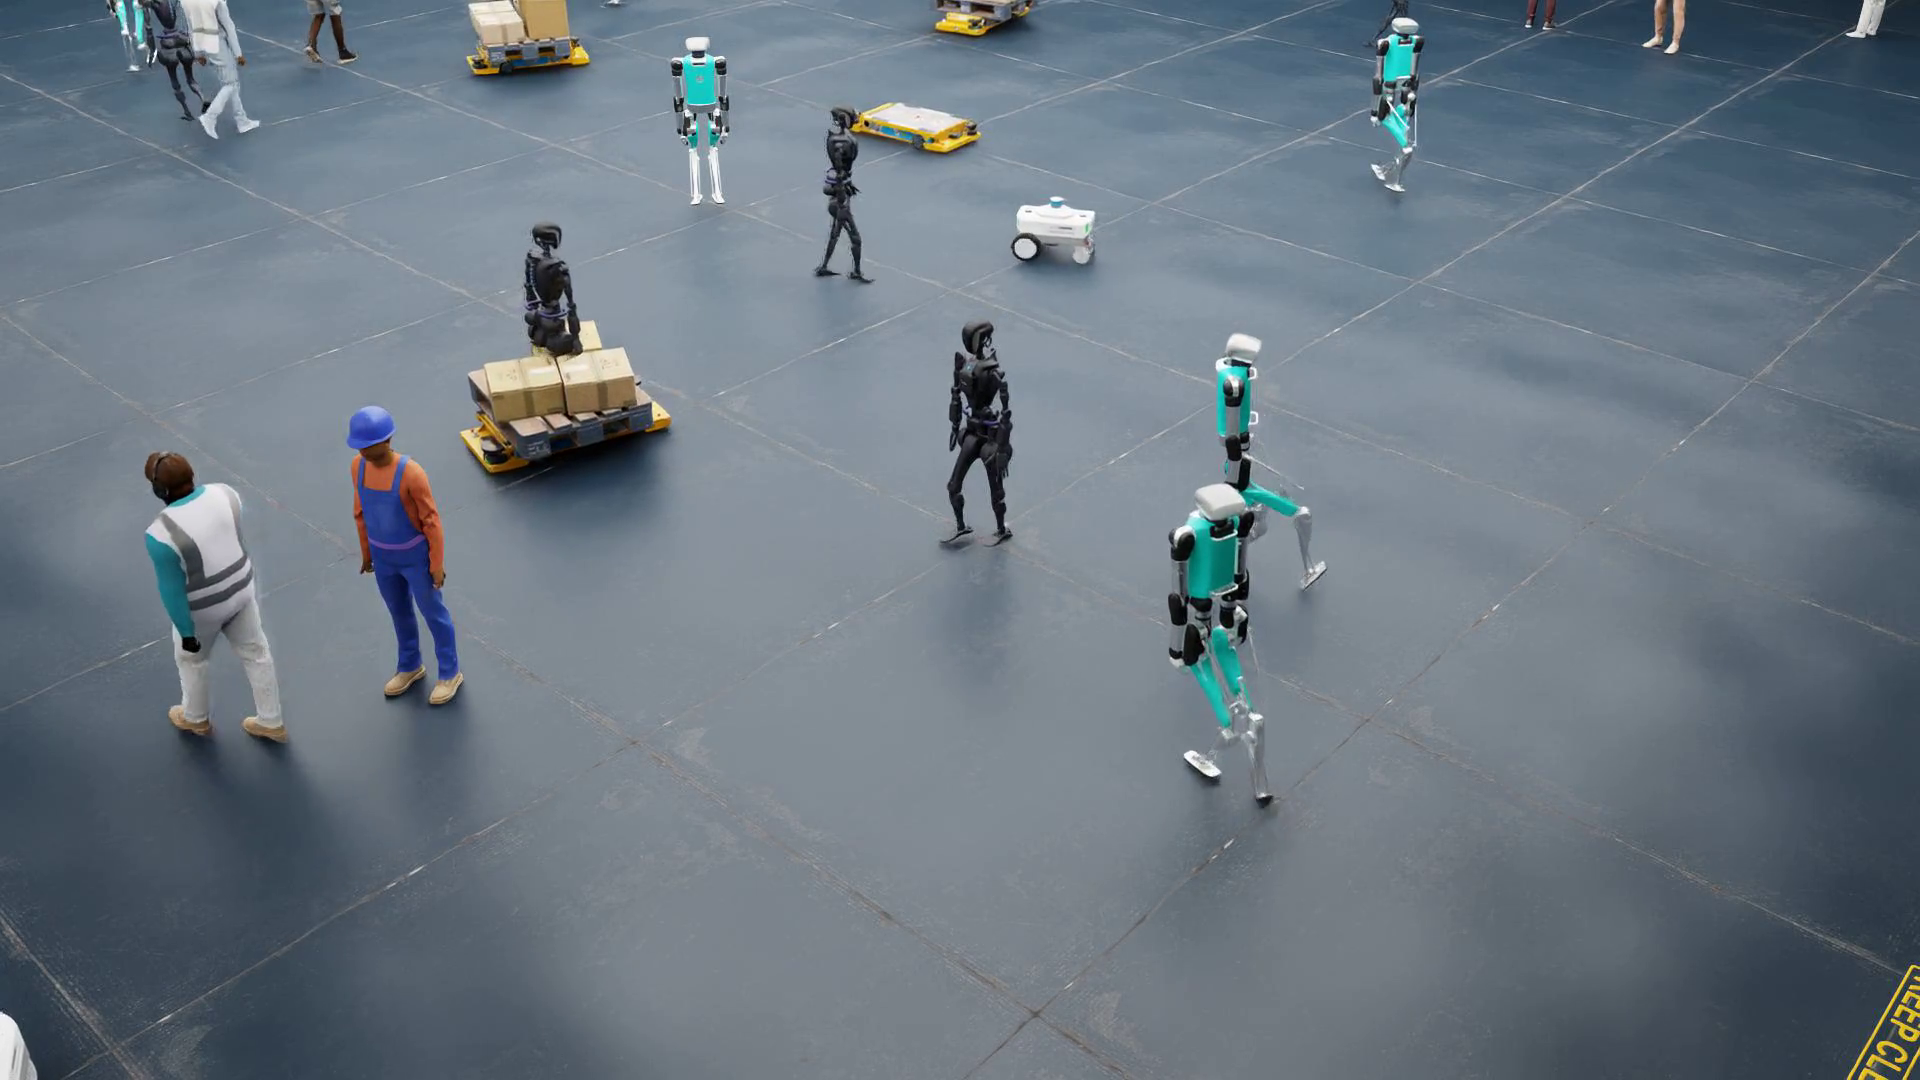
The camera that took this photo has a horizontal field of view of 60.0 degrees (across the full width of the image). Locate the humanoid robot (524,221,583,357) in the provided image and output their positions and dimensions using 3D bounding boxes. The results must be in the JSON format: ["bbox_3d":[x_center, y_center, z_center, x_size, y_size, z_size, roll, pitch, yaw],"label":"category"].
[{"bbox_3d":[-3.014,-1.605,12.409,0.612,1.651,0.423,25,40,34],"label":"humanoid robot"}]

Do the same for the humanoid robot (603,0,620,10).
[{"bbox_3d":[-4.871,-8.206,23.085,0.668,1.890,0.535,25,39,34],"label":"humanoid robot"}]

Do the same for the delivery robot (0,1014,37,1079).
[{"bbox_3d":[-4.166,2.407,7.022,0.499,0.610,0.814,-11,33,-17],"label":"delivery robot"}]

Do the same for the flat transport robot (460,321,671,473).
[{"bbox_3d":[-2.981,-0.885,12.579,1.431,0.231,0.659,-19,36,-27],"label":"flat transport robot"}]

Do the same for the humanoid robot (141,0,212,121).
[{"bbox_3d":[-8.845,-5.544,18.758,0.461,1.639,0.605,23,38,32],"label":"humanoid robot"}]

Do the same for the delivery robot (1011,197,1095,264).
[{"bbox_3d":[0.874,-2.907,15.572,0.803,0.603,0.499,7,33,11],"label":"delivery robot"}]

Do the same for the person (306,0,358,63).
[{"bbox_3d":[-7.942,-6.859,20.606,0.641,1.945,0.654,12,34,19],"label":"person"}]

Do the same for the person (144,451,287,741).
[{"bbox_3d":[-4.216,0.312,9.192,0.819,1.810,0.627,16,35,24],"label":"person"}]

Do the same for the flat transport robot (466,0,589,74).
[{"bbox_3d":[-5.485,-6.140,21.042,1.431,0.231,0.659,-12,34,-19],"label":"flat transport robot"}]

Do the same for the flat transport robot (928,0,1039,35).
[{"bbox_3d":[0.310,-7.177,22.711,0.659,0.231,1.431,17,36,26],"label":"flat transport robot"}]

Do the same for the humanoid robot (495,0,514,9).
[{"bbox_3d":[-6.229,-7.826,22.417,0.616,1.649,0.307,-24,39,-33],"label":"humanoid robot"}]

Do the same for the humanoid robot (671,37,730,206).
[{"bbox_3d":[-2.526,-4.151,16.321,0.533,1.677,0.735,-5,32,-8],"label":"humanoid robot"}]

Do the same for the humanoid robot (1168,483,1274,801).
[{"bbox_3d":[1.460,0.655,8.806,0.541,1.890,0.803,-21,37,-30],"label":"humanoid robot"}]

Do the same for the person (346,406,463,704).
[{"bbox_3d":[-3.177,0.088,9.459,0.534,1.906,0.373,10,33,15],"label":"person"}]

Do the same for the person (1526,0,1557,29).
[{"bbox_3d":[7.872,-7.745,22.158,0.548,1.815,0.365,20,37,28],"label":"person"}]

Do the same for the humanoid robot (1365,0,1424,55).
[{"bbox_3d":[5.649,-7.039,21.212,0.788,1.636,0.589,12,34,18],"label":"humanoid robot"}]

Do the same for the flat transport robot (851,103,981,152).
[{"bbox_3d":[-0.532,-4.628,18.607,1.431,0.231,0.659,21,38,30],"label":"flat transport robot"}]

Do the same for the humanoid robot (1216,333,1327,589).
[{"bbox_3d":[2.023,-0.454,10.536,1.001,1.782,0.534,4,32,7],"label":"humanoid robot"}]

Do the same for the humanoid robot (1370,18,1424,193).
[{"bbox_3d":[4.430,-4.287,16.665,0.545,1.755,0.954,-13,34,-20],"label":"humanoid robot"}]

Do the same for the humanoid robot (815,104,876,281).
[{"bbox_3d":[-1.070,-3.094,14.840,0.589,1.645,0.632,1,32,1],"label":"humanoid robot"}]

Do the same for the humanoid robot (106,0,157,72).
[{"bbox_3d":[-10.143,-6.513,20.284,0.545,1.742,1.065,-10,33,-16],"label":"humanoid robot"}]

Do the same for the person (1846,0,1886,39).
[{"bbox_3d":[12.058,-7.419,21.799,0.510,1.640,0.306,-17,35,-25],"label":"person"}]

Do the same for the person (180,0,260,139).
[{"bbox_3d":[-8.207,-5.359,18.249,0.627,1.888,0.744,14,34,21],"label":"person"}]

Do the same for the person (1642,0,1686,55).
[{"bbox_3d":[9.103,-7.130,21.147,0.472,1.850,0.541,-18,36,-26],"label":"person"}]

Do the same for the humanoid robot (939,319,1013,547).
[{"bbox_3d":[0.142,-0.677,10.918,0.478,1.645,0.594,-25,39,-34],"label":"humanoid robot"}]
